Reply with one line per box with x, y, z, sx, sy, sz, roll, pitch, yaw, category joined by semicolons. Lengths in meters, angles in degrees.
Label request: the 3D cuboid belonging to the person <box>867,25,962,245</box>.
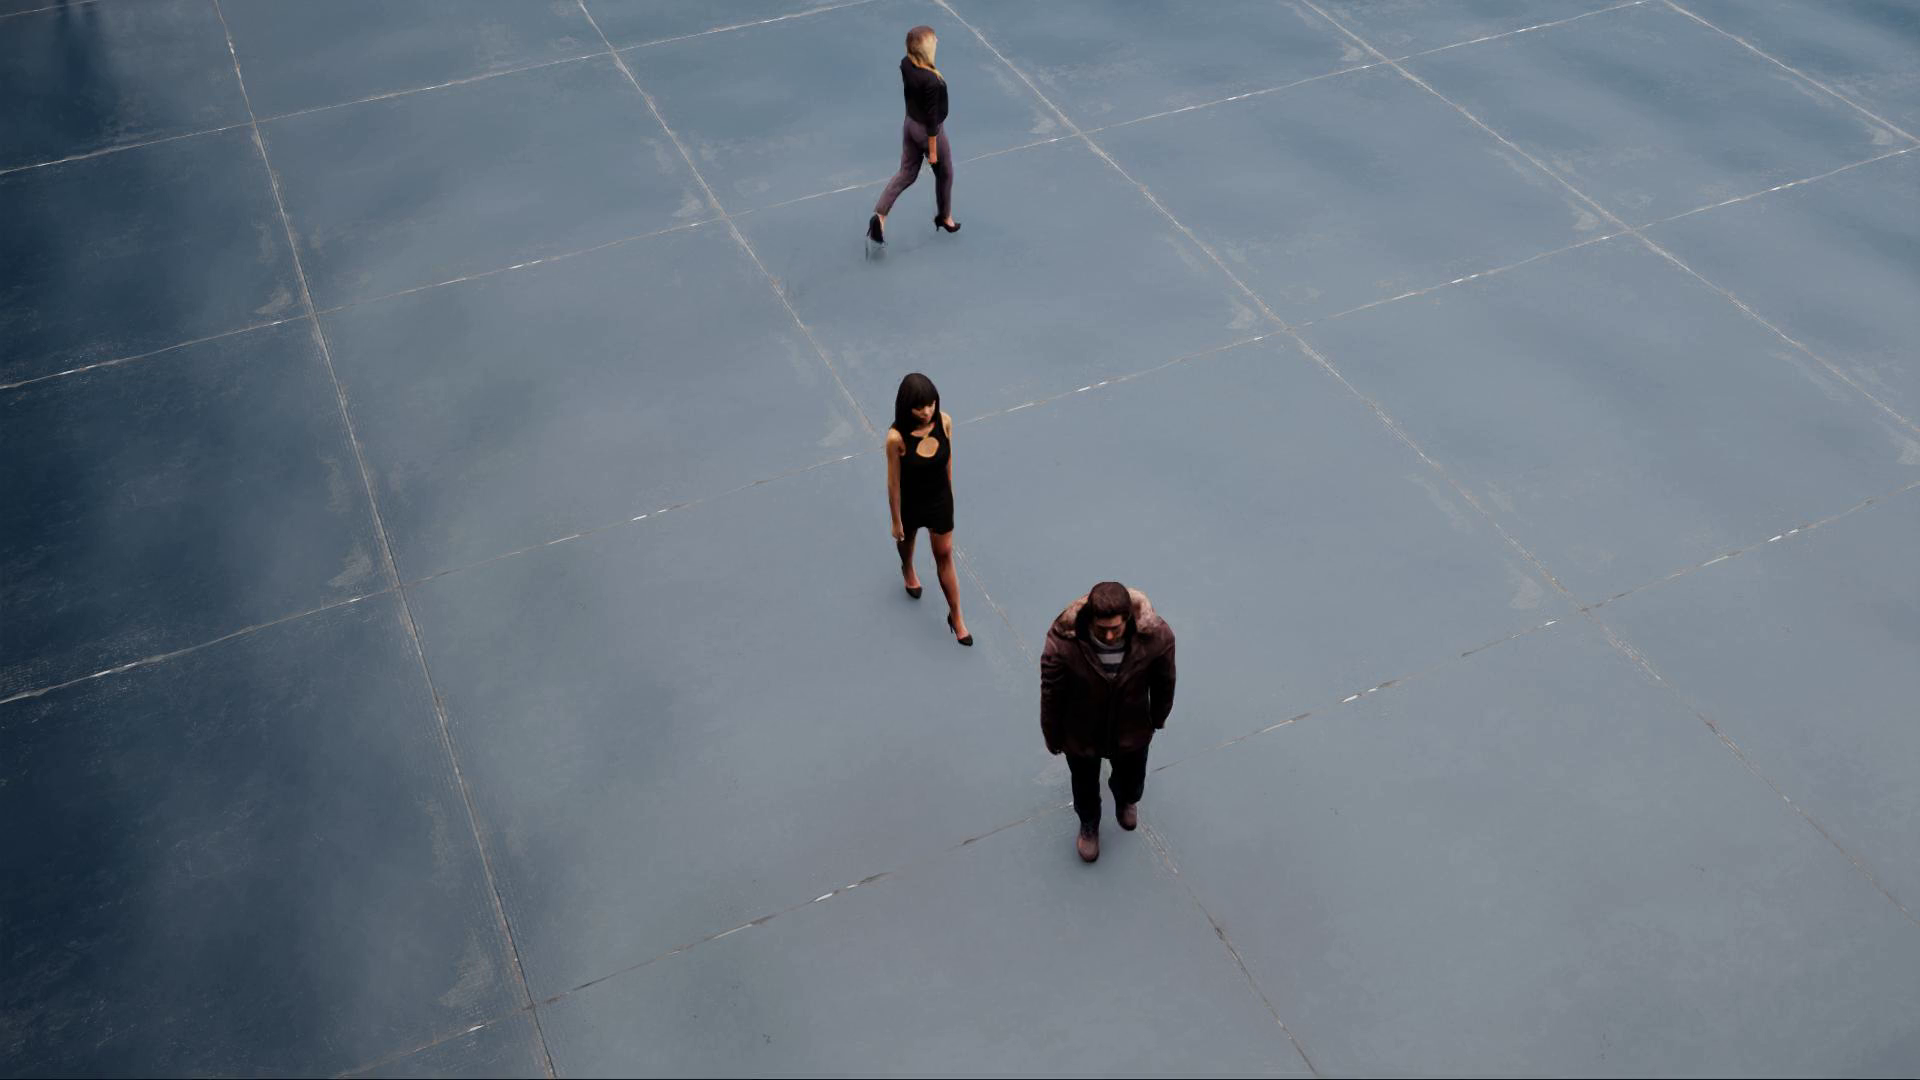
-0.336;-2.764;11.578;0.775;1.642;0.986;-25;48;-25;person

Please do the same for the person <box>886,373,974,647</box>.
-0.253;-0.256;8.838;0.592;1.613;0.968;-19;45;-19;person

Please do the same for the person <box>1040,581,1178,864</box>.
0.650;0.761;7.564;0.910;1.821;0.925;-3;42;-3;person
